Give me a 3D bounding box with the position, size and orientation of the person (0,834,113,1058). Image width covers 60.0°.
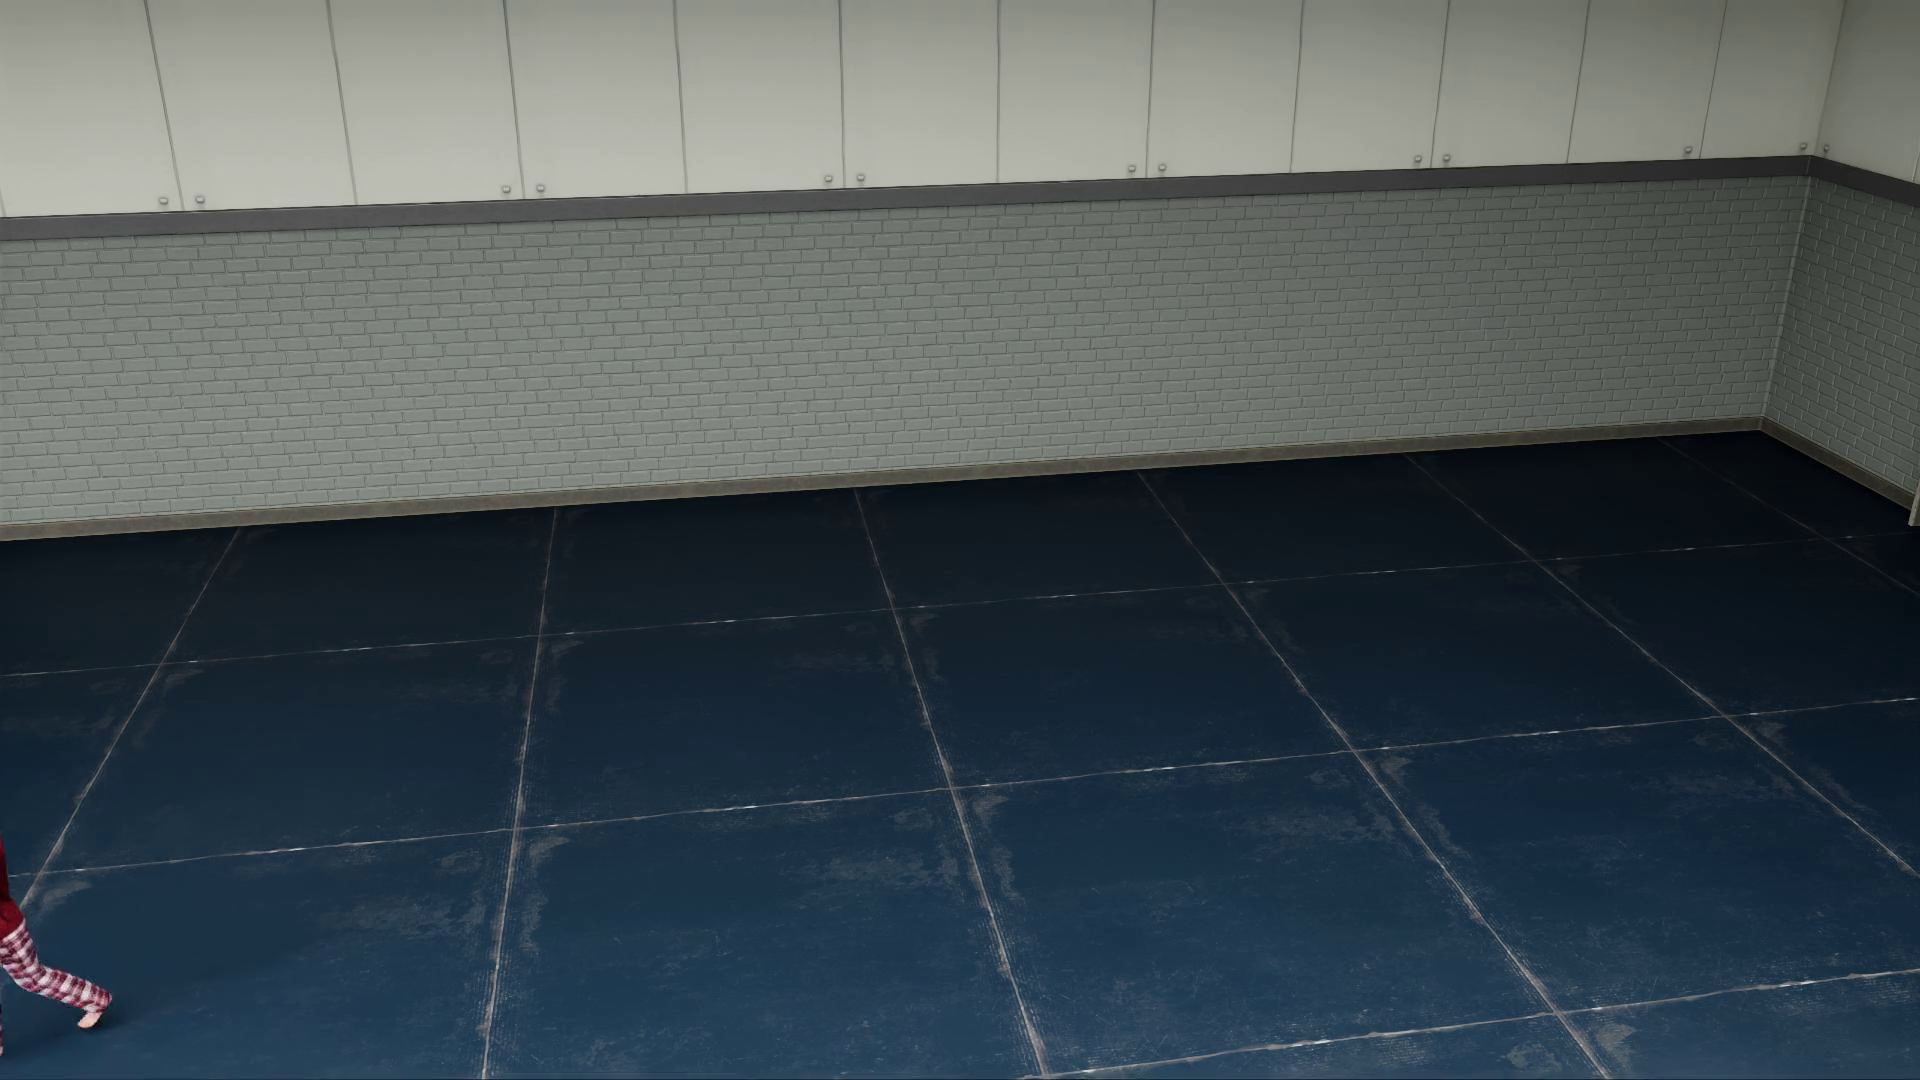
[{"bbox_3d":[-5.074,2.046,8.934,1.018,1.658,1.078,-19,29,-37],"label":"person"}]
